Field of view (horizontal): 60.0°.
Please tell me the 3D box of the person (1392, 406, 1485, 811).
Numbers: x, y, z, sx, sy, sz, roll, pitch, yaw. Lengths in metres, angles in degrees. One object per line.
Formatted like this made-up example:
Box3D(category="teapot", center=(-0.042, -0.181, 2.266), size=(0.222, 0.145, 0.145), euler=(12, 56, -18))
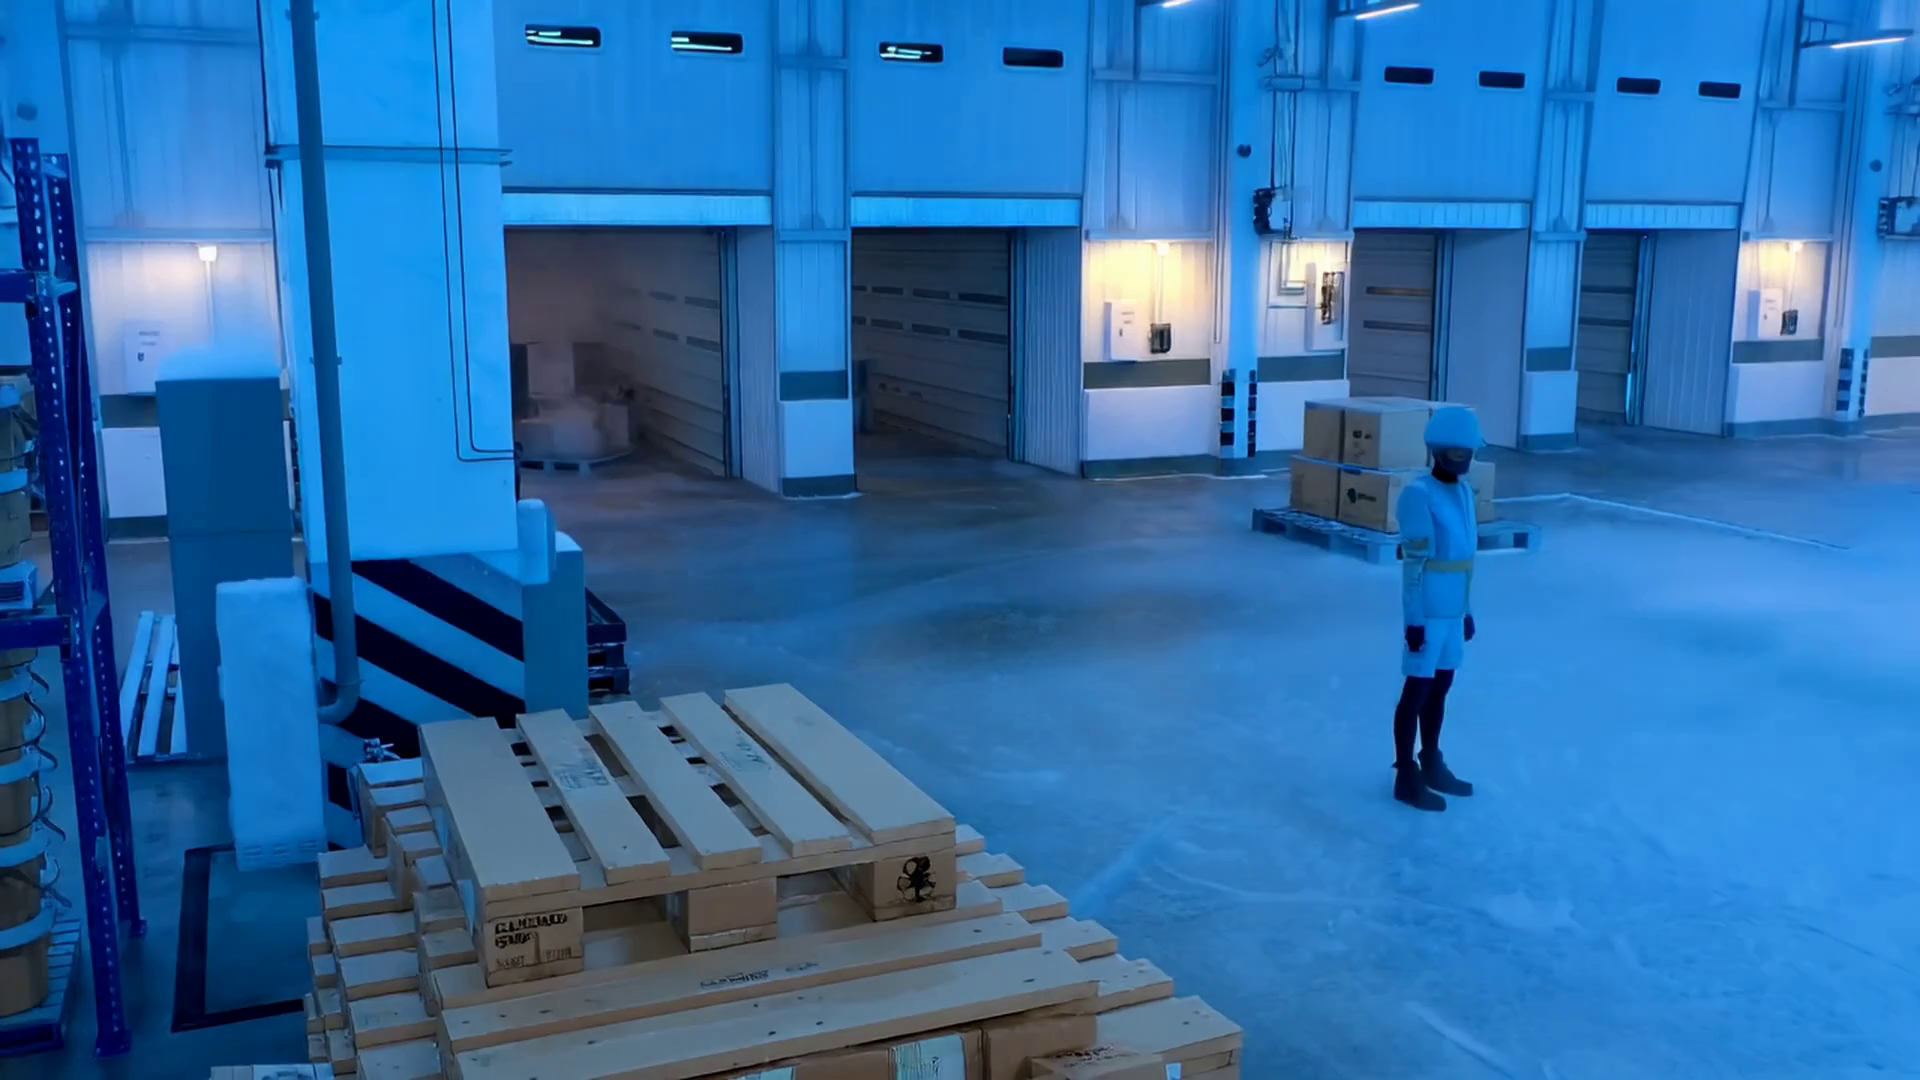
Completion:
Box3D(category="person", center=(2.318, 0.321, 8.017), size=(0.544, 1.939, 0.354), euler=(-10, 14, -44))
